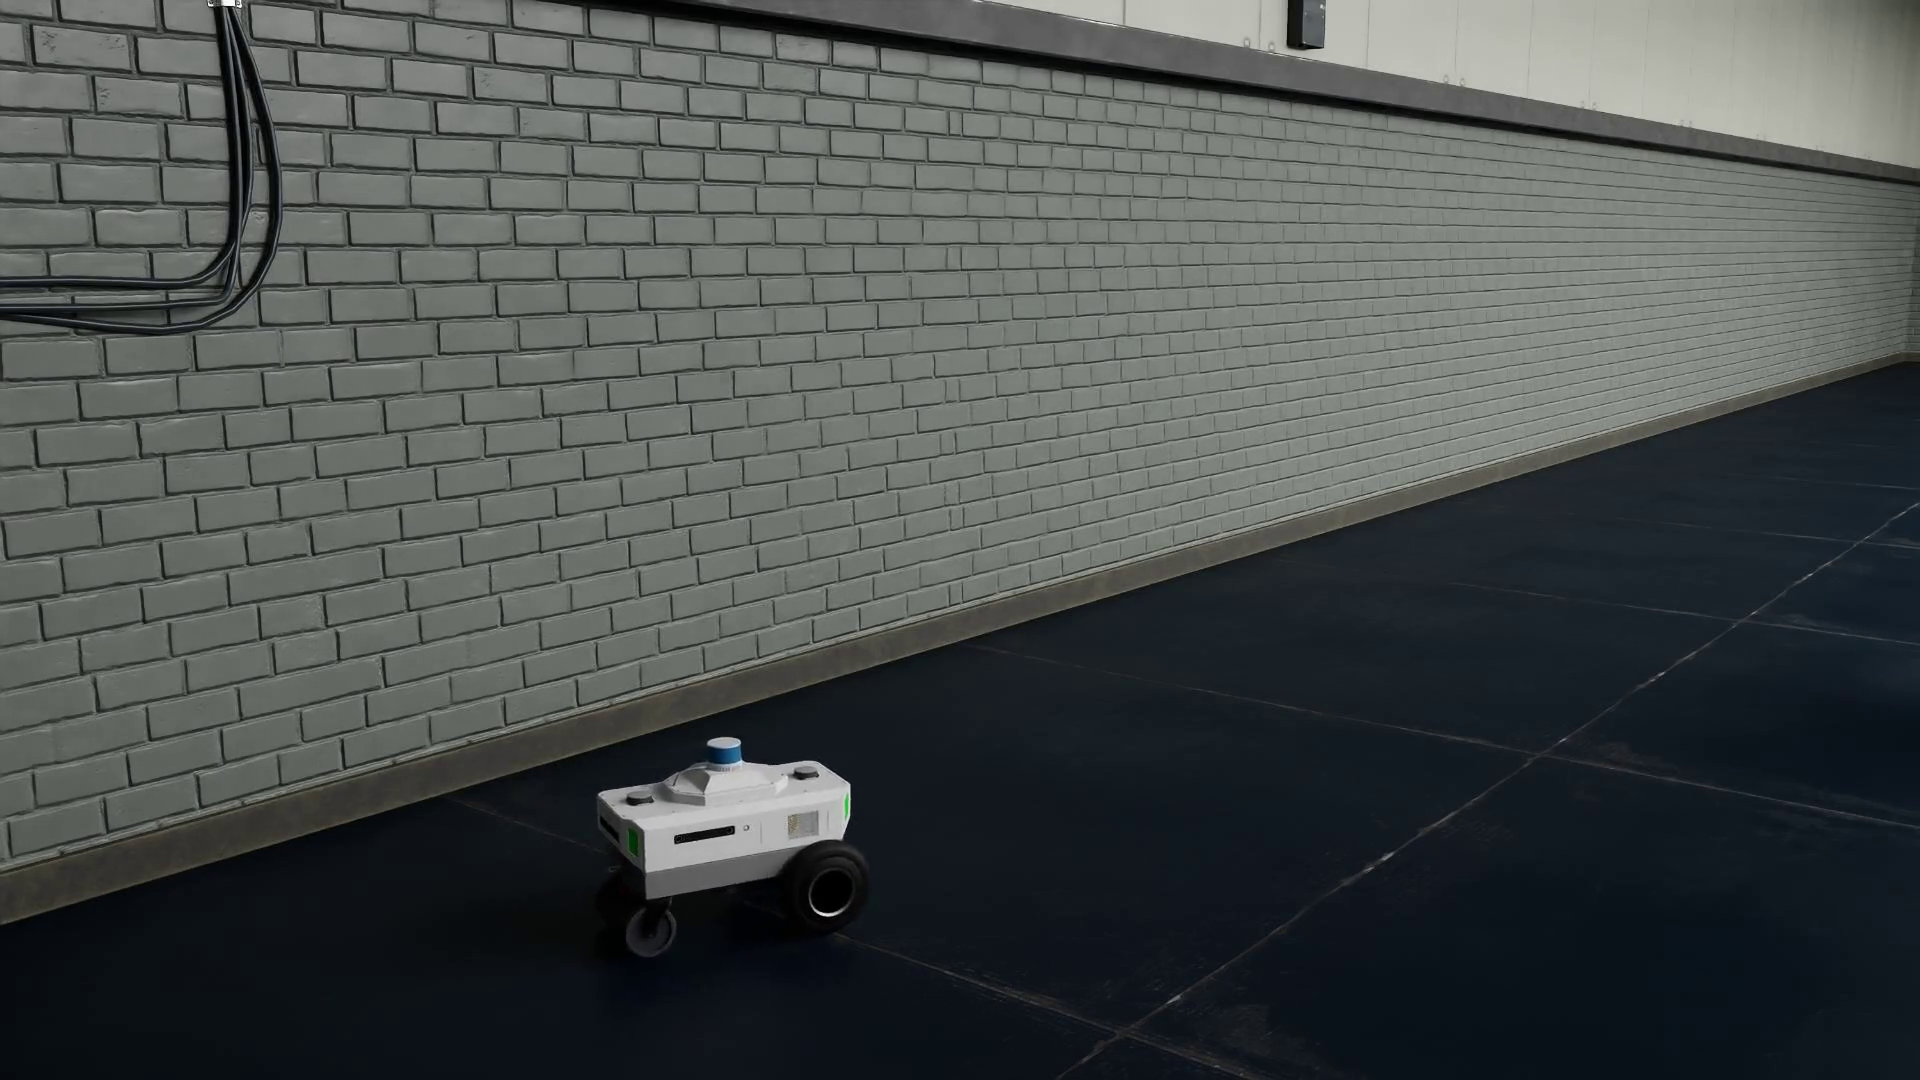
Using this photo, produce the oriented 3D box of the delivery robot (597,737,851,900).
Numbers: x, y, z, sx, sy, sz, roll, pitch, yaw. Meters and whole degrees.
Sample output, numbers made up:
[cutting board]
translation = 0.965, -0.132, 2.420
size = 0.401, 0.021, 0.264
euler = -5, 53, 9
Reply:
[delivery robot]
translation = -0.693, 0.826, 4.897
size = 0.707, 0.478, 0.477
euler = -6, 11, -28
